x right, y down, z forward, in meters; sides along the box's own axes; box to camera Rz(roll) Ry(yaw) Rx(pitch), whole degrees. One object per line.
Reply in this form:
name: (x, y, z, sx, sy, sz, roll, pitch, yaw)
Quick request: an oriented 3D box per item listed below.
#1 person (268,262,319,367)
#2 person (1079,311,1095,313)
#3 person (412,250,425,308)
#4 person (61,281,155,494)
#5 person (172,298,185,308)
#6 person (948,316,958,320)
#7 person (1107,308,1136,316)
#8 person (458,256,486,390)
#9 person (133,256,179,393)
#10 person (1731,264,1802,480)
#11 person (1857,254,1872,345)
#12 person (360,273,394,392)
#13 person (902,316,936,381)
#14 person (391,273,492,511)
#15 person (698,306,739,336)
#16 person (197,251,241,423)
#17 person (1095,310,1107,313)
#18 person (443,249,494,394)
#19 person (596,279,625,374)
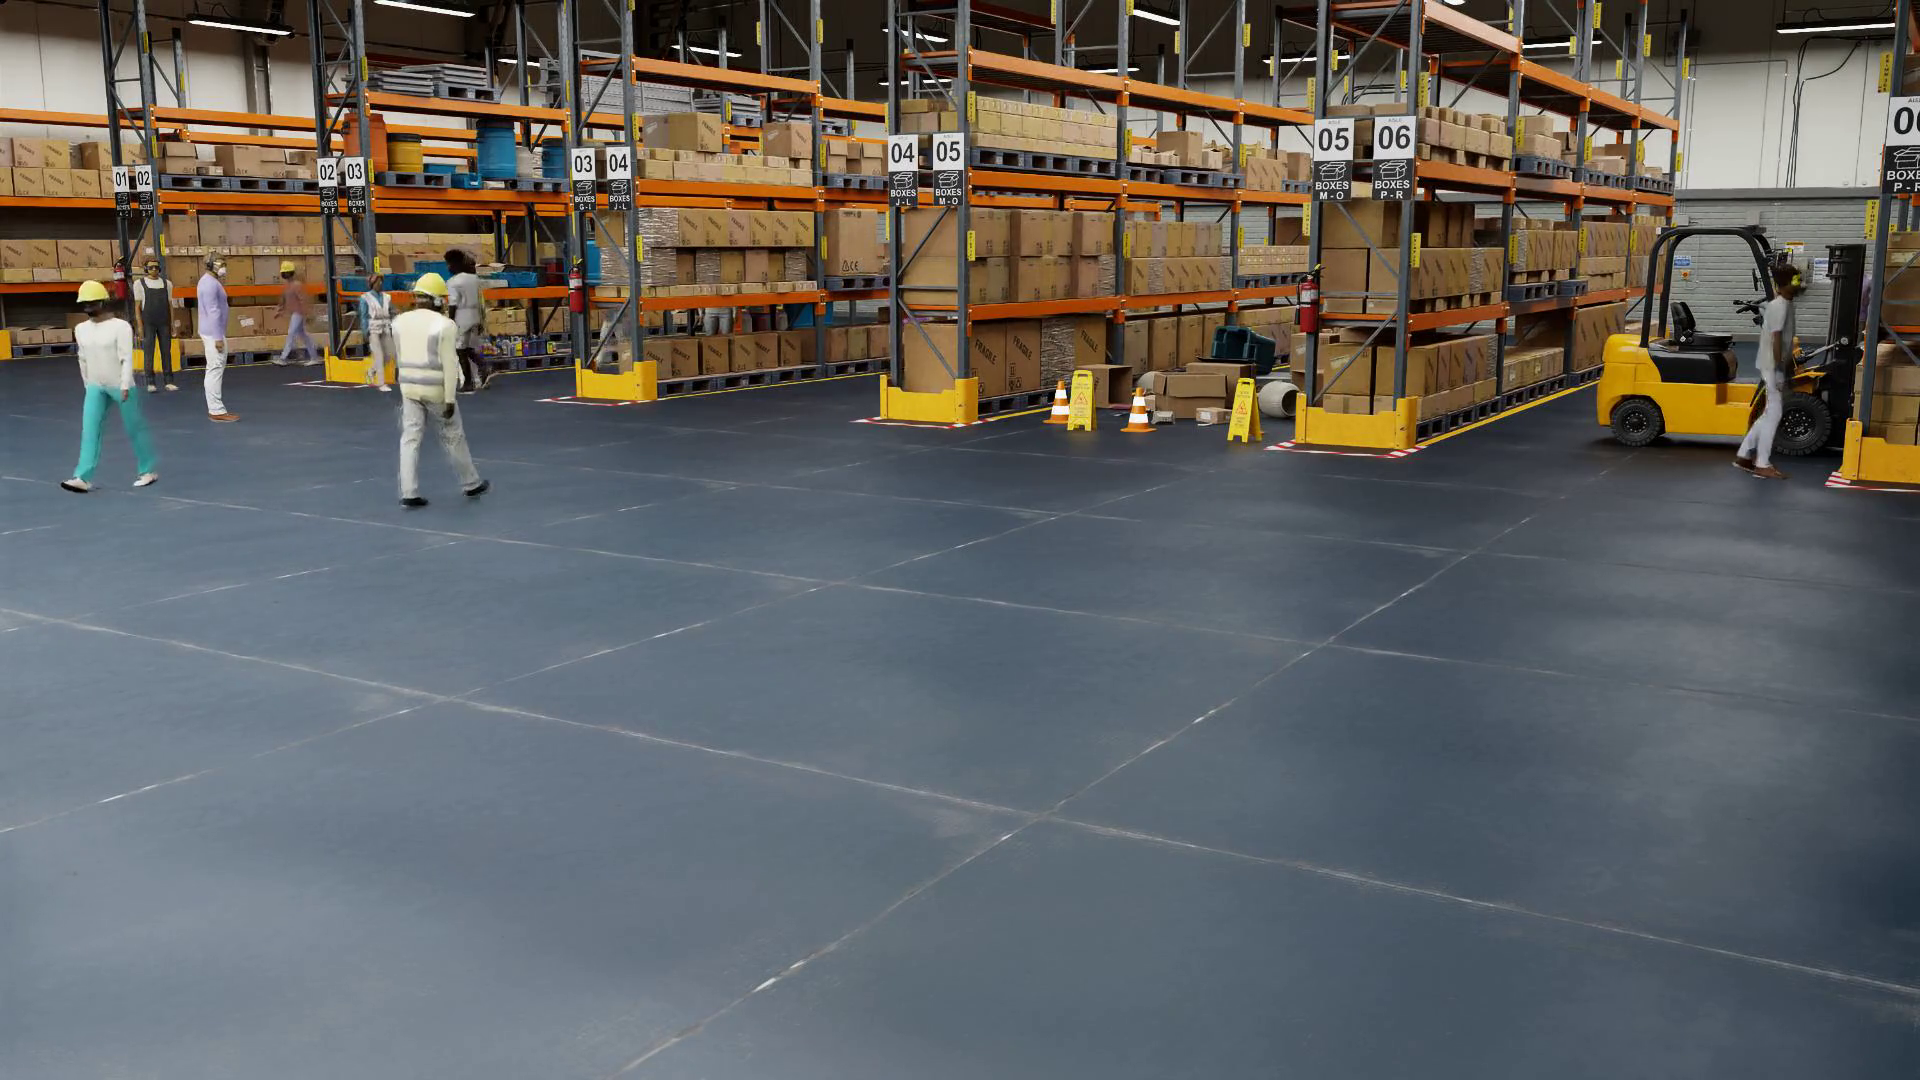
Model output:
person: (-10.967, -3.686, 27.251, 0.920, 1.714, 0.535, -9, 14, -41)
person: (2.197, -4.094, 29.666, 0.541, 1.674, 0.489, 9, 13, 40)
person: (-10.569, -4.746, 32.709, 0.585, 1.882, 0.343, 6, 12, 31)
person: (-6.964, -1.243, 13.571, 0.541, 1.717, 0.923, 1, 10, 6)
person: (-14.569, -4.258, 30.707, 0.494, 1.624, 0.279, 0, 10, -2)
person: (0.079, -3.017, 22.620, 0.606, 2.035, 0.403, 6, 12, 31)
person: (2.831, -3.981, 28.937, 0.498, 1.701, 0.885, 7, 12, 33)
person: (-6.772, -2.990, 22.995, 0.429, 1.842, 0.633, 2, 10, 11)
person: (-10.956, -2.936, 22.683, 0.506, 1.846, 0.345, -10, 14, -44)
person: (7.029, -1.453, 14.426, 0.425, 1.847, 0.601, 4, 11, 24)
person: (12.800, -3.180, 23.849, 0.585, 1.921, 0.392, 6, 12, 29)
person: (-8.014, -2.850, 22.822, 0.559, 1.623, 0.520, 6, 12, 31)
person: (-0.575, -3.152, 23.673, 0.547, 1.925, 0.462, 9, 14, 42)
person: (-4.042, -1.150, 12.838, 0.614, 1.789, 0.898, 3, 11, 18)
person: (-3.665, -3.431, 25.240, 0.629, 1.932, 0.373, 0, 10, 0)
person: (-8.434, -2.297, 18.854, 0.373, 1.936, 0.627, -5, 11, -25)
person: (2.306, -4.336, 30.436, 0.808, 1.870, 0.685, -9, 13, -40)
person: (-6.610, -2.905, 22.232, 0.486, 1.943, 0.642, 4, 11, 21)
person: (-5.439, -3.376, 25.851, 0.518, 1.580, 0.850, 10, 14, 43)
